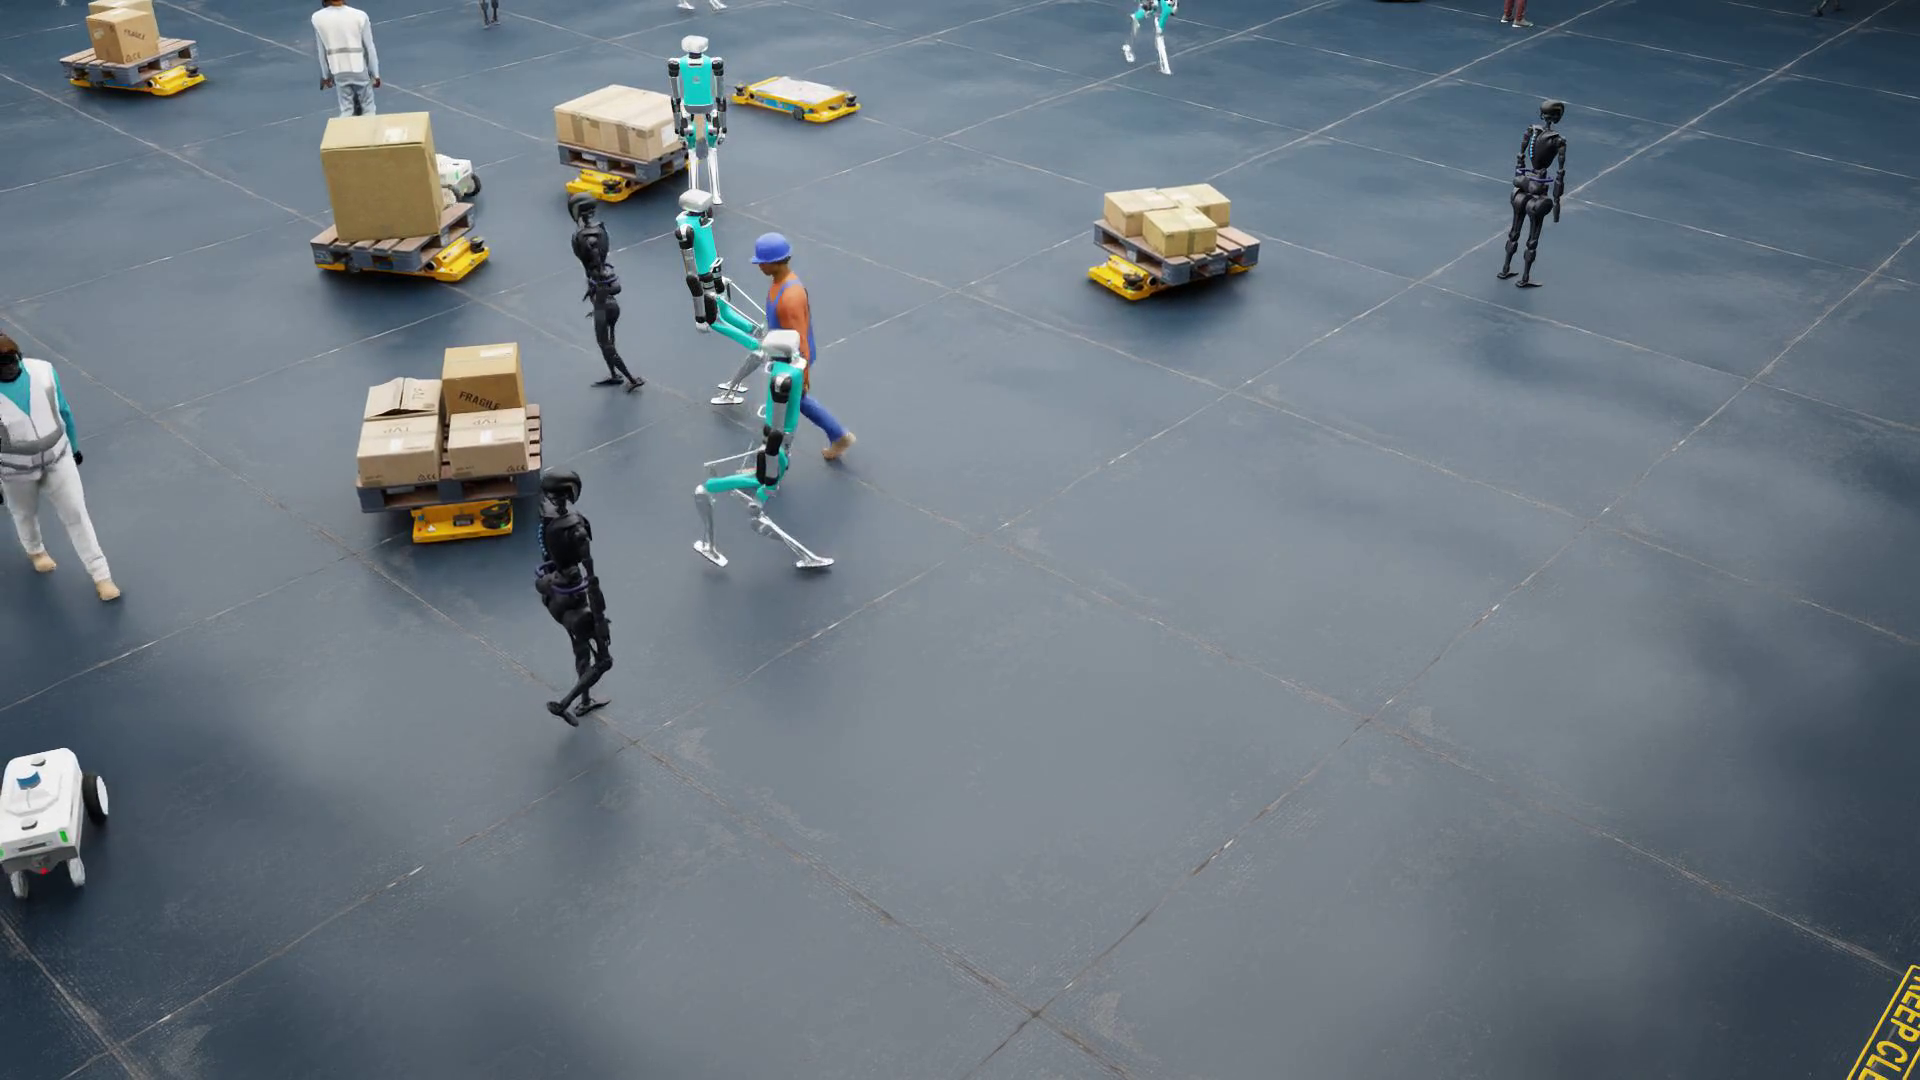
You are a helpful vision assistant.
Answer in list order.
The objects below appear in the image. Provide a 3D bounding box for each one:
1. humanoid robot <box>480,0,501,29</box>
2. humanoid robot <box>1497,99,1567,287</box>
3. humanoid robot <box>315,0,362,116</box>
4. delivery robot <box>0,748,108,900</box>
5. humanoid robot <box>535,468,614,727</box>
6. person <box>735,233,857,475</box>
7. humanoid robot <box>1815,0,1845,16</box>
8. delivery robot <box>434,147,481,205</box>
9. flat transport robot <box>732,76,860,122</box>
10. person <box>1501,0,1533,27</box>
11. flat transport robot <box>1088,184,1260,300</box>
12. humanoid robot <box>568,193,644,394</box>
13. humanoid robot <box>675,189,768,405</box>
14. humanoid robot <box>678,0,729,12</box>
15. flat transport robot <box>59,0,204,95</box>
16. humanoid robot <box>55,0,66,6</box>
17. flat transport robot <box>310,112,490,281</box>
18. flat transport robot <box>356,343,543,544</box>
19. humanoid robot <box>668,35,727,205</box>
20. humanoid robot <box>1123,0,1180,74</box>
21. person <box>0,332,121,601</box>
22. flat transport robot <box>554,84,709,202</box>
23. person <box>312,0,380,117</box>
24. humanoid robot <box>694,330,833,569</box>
[{"bbox_3d":[-6.307,-7.677,22.196,0.584,1.639,0.626,-15,35,-23],"label":"humanoid robot"},{"bbox_3d":[5.111,-3.100,14.798,0.315,1.657,0.599,-13,34,-20],"label":"humanoid robot"},{"bbox_3d":[-6.660,-5.139,18.128,0.673,1.648,0.596,20,37,29],"label":"humanoid robot"},{"bbox_3d":[-4.743,1.422,8.608,0.499,0.612,0.805,-11,34,-18],"label":"delivery robot"},{"bbox_3d":[-2.217,0.328,9.300,0.438,1.646,0.608,-25,40,-34],"label":"humanoid robot"},{"bbox_3d":[-1.192,-1.288,11.712,0.855,1.879,0.577,-8,33,-13],"label":"person"},{"bbox_3d":[12.129,-8.048,22.812,0.705,1.637,0.611,-11,34,-17],"label":"humanoid robot"},{"bbox_3d":[-5.268,-3.647,16.774,0.812,0.614,0.499,7,33,11],"label":"delivery robot"},{"bbox_3d":[-1.926,-5.171,19.481,1.431,0.231,0.659,21,38,30],"label":"flat transport robot"},{"bbox_3d":[7.612,-7.833,22.312,0.380,1.805,0.552,-11,33,-17],"label":"person"},{"bbox_3d":[1.943,-2.530,15.229,1.431,0.231,0.659,-18,36,-27],"label":"flat transport robot"},{"bbox_3d":[-2.767,-1.917,12.932,0.395,1.658,0.590,-11,33,-16],"label":"humanoid robot"},{"bbox_3d":[-1.718,-1.811,12.552,0.735,1.677,0.533,6,32,9],"label":"humanoid robot"},{"bbox_3d":[-3.693,-8.077,22.775,0.944,1.766,0.549,9,33,15],"label":"humanoid robot"},{"bbox_3d":[-10.028,-5.655,20.260,1.431,0.231,0.659,10,33,15],"label":"flat transport robot"},{"bbox_3d":[-12.854,-8.400,23.326,0.531,1.804,0.804,19,36,27],"label":"humanoid robot"},{"bbox_3d":[-5.185,-2.654,15.427,1.431,0.231,0.659,7,33,11],"label":"flat transport robot"},{"bbox_3d":[-3.570,-0.429,11.844,0.659,0.231,1.431,-6,32,-10],"label":"flat transport robot"},{"bbox_3d":[-2.541,-4.139,16.305,0.533,1.673,0.735,-3,32,-5],"label":"humanoid robot"},{"bbox_3d":[2.362,-6.718,20.645,0.532,1.791,1.041,-14,35,-22],"label":"humanoid robot"},{"bbox_3d":[-5.874,-0.497,10.522,0.957,1.790,0.649,27,41,36],"label":"person"},{"bbox_3d":[-3.409,-3.883,17.407,0.659,0.231,1.431,17,36,26],"label":"flat transport robot"},{"bbox_3d":[-6.451,-4.946,17.587,0.595,1.888,0.513,-4,32,-7],"label":"person"},{"bbox_3d":[-1.392,-0.528,10.675,1.092,1.753,0.532,3,32,4],"label":"humanoid robot"}]
